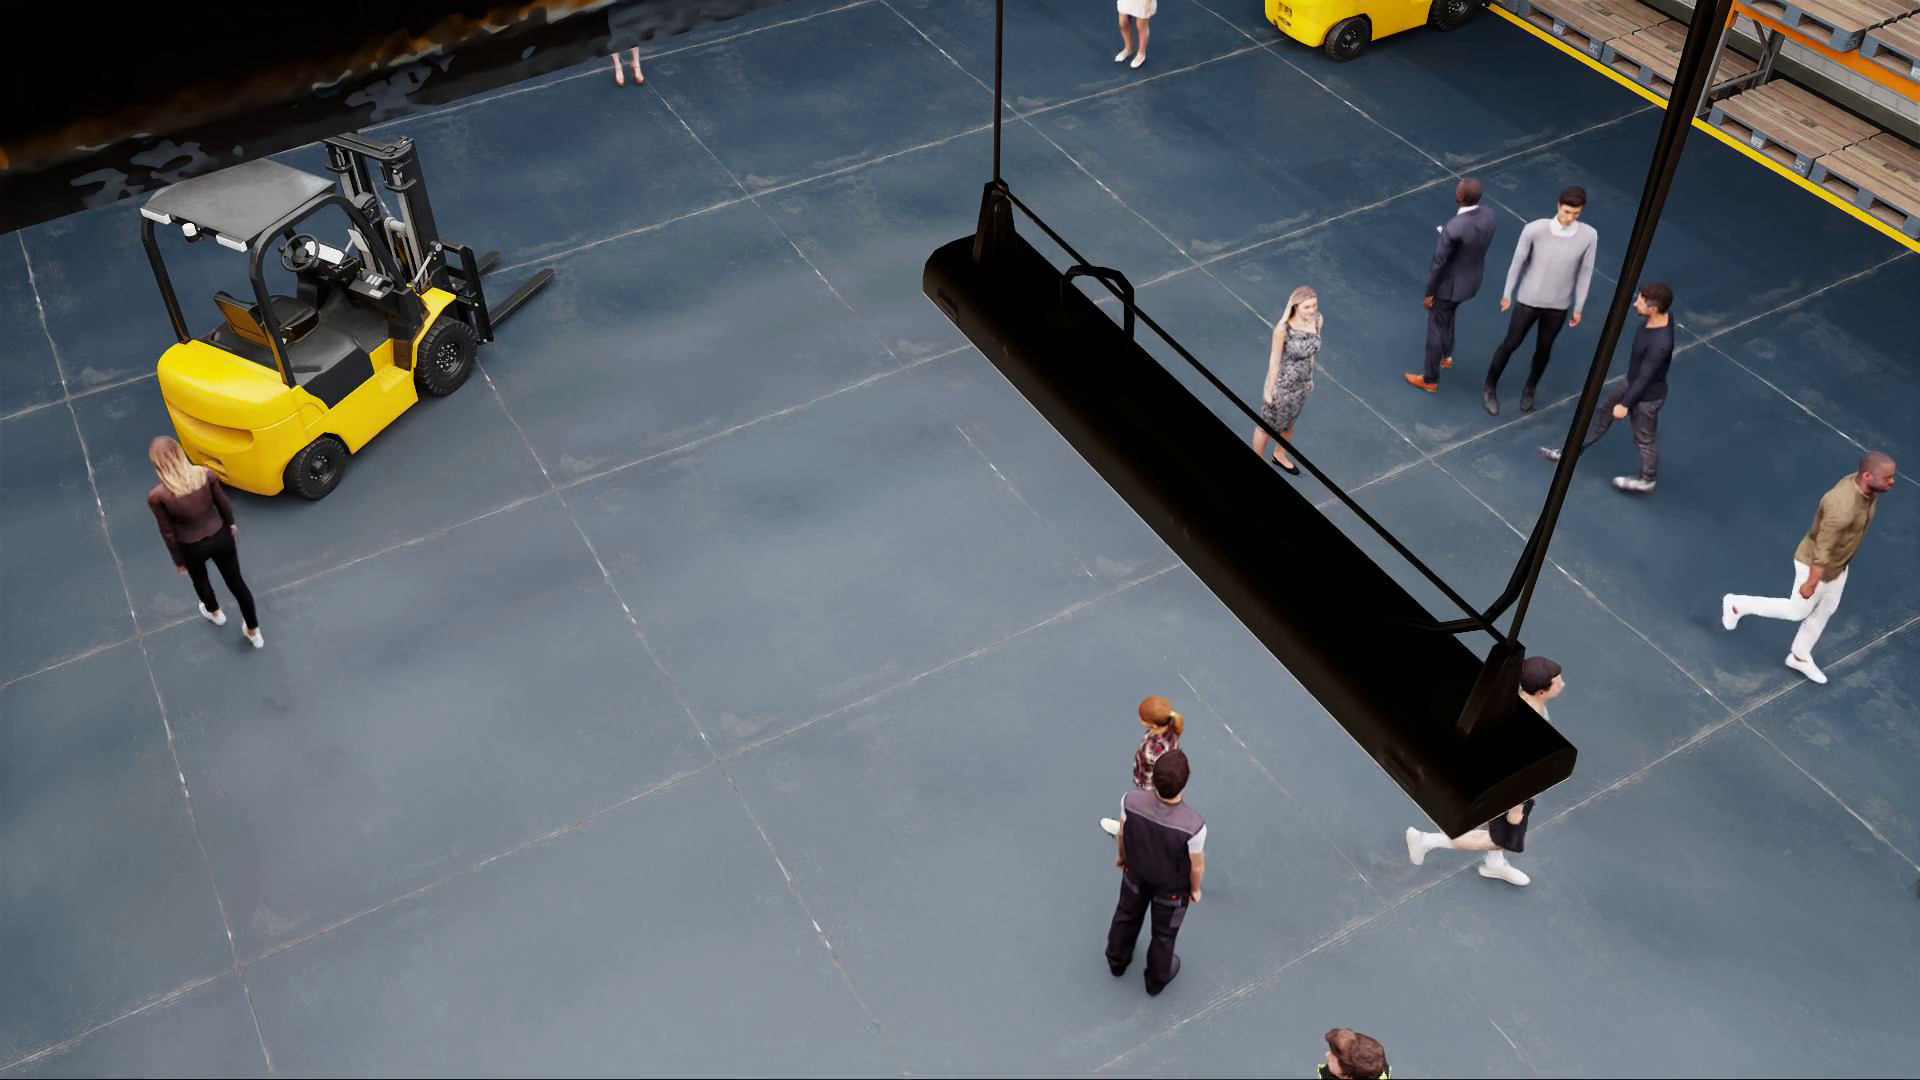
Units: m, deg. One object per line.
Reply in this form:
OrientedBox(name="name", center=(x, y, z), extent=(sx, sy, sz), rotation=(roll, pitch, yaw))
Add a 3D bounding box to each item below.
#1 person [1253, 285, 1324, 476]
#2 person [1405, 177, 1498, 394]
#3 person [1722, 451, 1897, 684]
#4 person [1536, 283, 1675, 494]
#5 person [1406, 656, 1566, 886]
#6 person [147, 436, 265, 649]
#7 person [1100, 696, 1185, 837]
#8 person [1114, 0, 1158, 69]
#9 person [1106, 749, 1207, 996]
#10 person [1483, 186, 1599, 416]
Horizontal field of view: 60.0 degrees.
OrientedBox(name="person", center=(2.383, -1.150, 12.107), extent=(0.569, 1.704, 0.502), rotation=(-20, 47, -20))
OrientedBox(name="person", center=(3.883, -1.941, 12.859), extent=(0.705, 1.811, 0.630), rotation=(-27, 50, -25))
OrientedBox(name="person", center=(5.476, 0.117, 10.710), extent=(0.848, 1.796, 1.085), rotation=(-32, 52, -29))
OrientedBox(name="person", center=(4.975, -1.034, 11.900), extent=(1.193, 1.821, 1.147), rotation=(12, 45, 12))
OrientedBox(name="person", center=(3.012, 1.333, 9.392), extent=(1.110, 1.854, 1.040), rotation=(11, 45, 11))
OrientedBox(name="person", center=(-4.881, 0.075, 10.840), extent=(0.743, 1.677, 0.911), rotation=(-32, 52, -29))
OrientedBox(name="person", center=(1.206, 1.418, 9.716), extent=(0.819, 1.282, 0.720), rotation=(25, 49, 24))
OrientedBox(name="person", center=(1.819, -5.541, 16.742), extent=(0.747, 1.668, 0.673), rotation=(-30, 51, -27))
OrientedBox(name="person", center=(1.056, 1.786, 8.924), extent=(0.698, 1.843, 0.811), rotation=(24, 48, 23))
OrientedBox(name="person", center=(4.496, -1.879, 12.720), extent=(0.921, 1.914, 0.970), rotation=(8, 44, 8))
